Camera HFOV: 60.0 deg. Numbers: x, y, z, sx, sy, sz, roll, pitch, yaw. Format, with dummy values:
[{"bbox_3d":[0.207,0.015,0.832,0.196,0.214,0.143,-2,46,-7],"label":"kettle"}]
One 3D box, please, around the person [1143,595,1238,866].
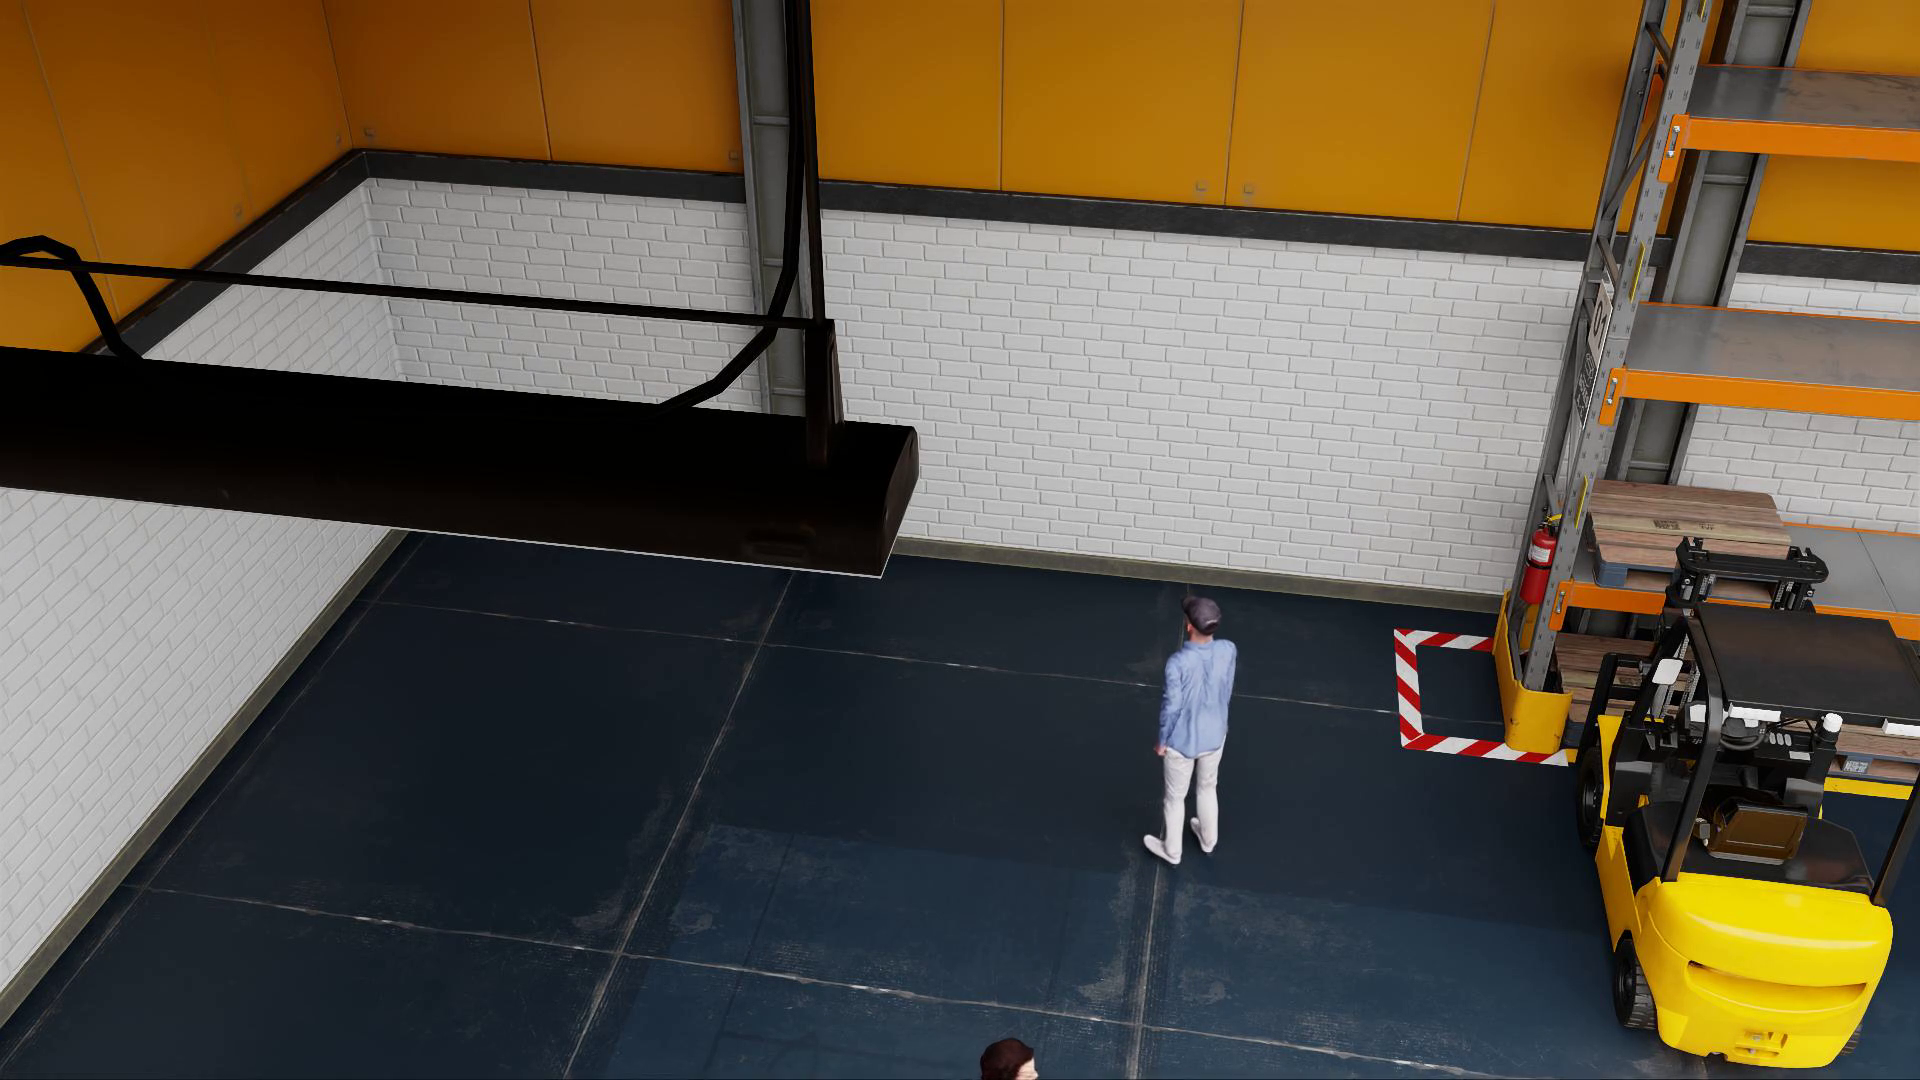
[{"bbox_3d":[1.378,1.128,9.771,0.710,1.887,0.803,-15,37,-21],"label":"person"}]
